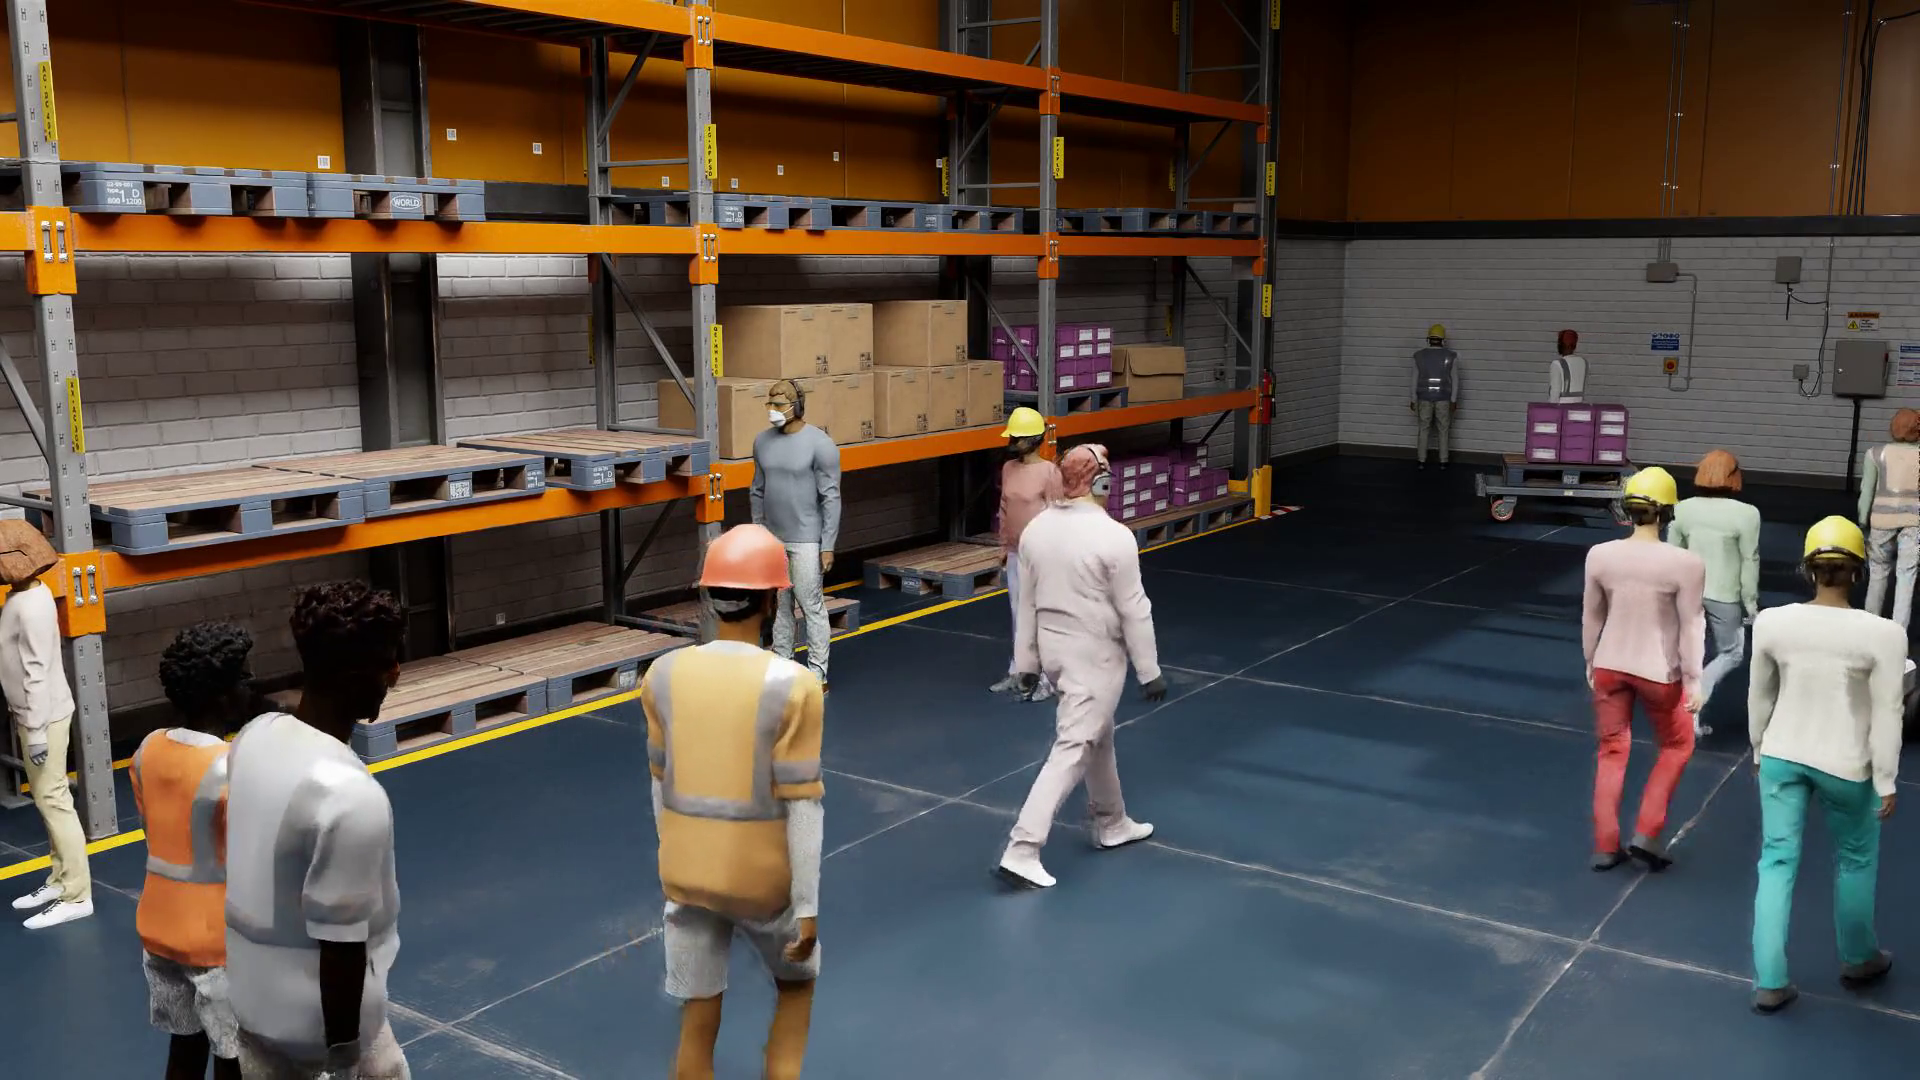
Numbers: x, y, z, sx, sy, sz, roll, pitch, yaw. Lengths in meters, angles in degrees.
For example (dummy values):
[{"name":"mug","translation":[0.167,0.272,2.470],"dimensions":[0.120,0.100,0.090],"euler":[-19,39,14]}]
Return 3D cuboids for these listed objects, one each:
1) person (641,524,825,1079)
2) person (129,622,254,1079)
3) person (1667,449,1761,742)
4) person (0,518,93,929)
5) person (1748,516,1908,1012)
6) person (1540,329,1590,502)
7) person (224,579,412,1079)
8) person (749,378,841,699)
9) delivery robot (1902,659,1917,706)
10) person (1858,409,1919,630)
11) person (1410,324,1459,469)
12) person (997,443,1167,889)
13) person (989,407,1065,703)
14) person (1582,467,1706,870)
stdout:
[{"name":"person","translation":[-0.614,0.918,4.575],"dimensions":[0.551,1.909,0.527],"euler":[3,10,16]},{"name":"person","translation":[-1.973,1.053,4.416],"dimensions":[0.530,1.689,0.322],"euler":[6,11,33]},{"name":"person","translation":[4.018,0.318,8.969],"dimensions":[0.501,1.619,0.512],"euler":[-8,12,-38]},{"name":"person","translation":[-3.672,0.718,6.605],"dimensions":[0.281,1.625,0.493],"euler":[-6,11,-31]},{"name":"person","translation":[3.096,0.775,5.917],"dimensions":[0.814,1.727,0.533],"euler":[-9,13,-43]},{"name":"person","translation":[6.612,-1.354,18.168],"dimensions":[0.584,1.882,0.337],"euler":[-6,11,-32]},{"name":"person","translation":[-1.539,1.051,3.724],"dimensions":[0.658,1.935,0.814],"euler":[9,13,43]},{"name":"person","translation":[-0.993,0.010,9.884],"dimensions":[0.636,1.938,0.355],"euler":[6,11,34]},{"name":"delivery robot","translation":[4.940,0.787,9.090],"dimensions":[0.707,0.478,0.477],"euler":[-9,13,-43]},{"name":"person","translation":[6.576,-0.115,11.644],"dimensions":[0.532,1.593,0.799],"euler":[5,11,26]},{"name":"person","translation":[5.992,-1.807,21.014],"dimensions":[0.587,1.835,0.404],"euler":[3,10,19]},{"name":"person","translation":[0.506,0.520,7.100],"dimensions":[0.996,1.863,0.642],"euler":[-6,11,-34]},{"name":"person","translation":[0.410,0.087,9.946],"dimensions":[0.329,1.765,0.526],"euler":[-8,12,-38]},{"name":"person","translation":[2.933,0.563,7.143],"dimensions":[0.448,1.752,0.557],"euler":[-9,13,-43]}]
